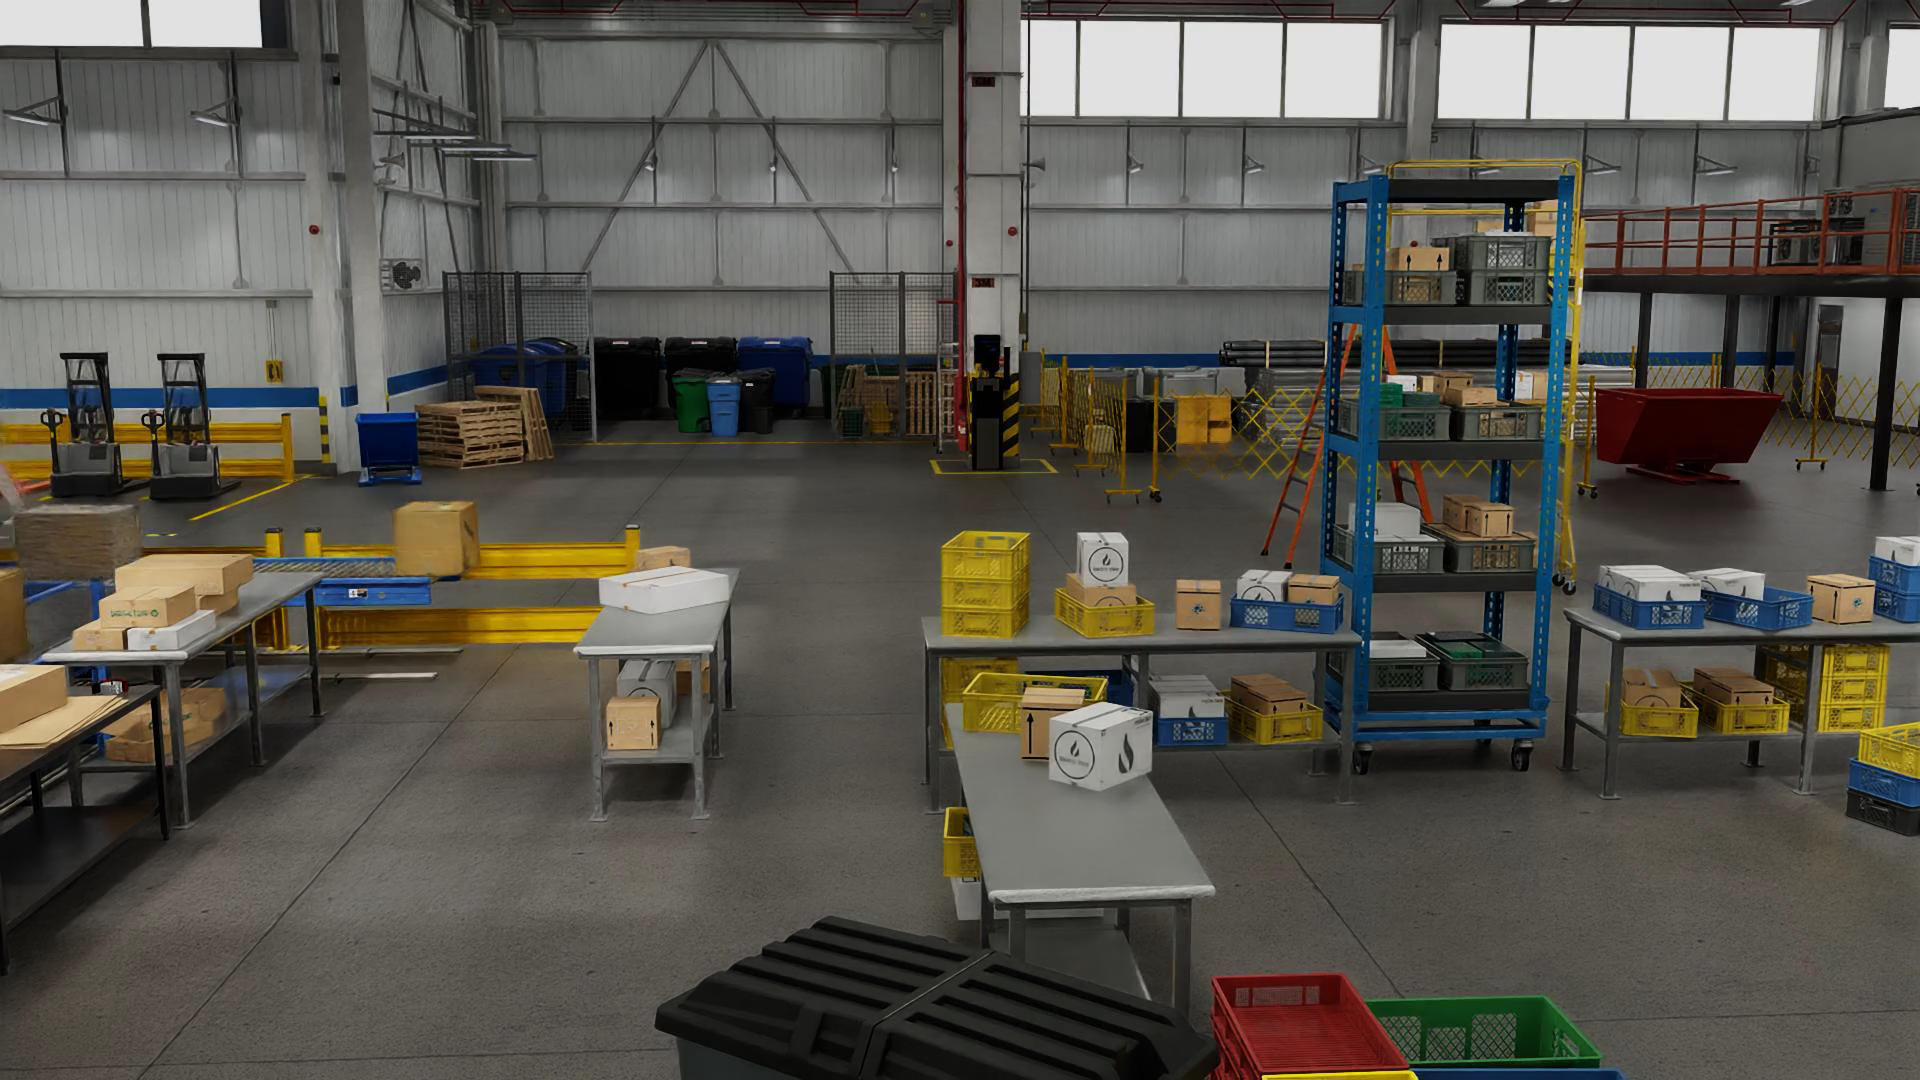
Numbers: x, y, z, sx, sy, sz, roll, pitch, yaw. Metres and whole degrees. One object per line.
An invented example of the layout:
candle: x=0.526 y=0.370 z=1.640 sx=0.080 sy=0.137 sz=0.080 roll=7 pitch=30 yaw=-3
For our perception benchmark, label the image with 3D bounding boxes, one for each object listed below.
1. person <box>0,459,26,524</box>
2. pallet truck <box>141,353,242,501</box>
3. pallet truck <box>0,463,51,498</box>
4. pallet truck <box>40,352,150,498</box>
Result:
person: x=-11.867 y=-1.073 z=20.097 sx=1.047 sy=1.843 sz=0.635 roll=-7 pitch=12 yaw=-39
pallet truck: x=-10.520 y=-1.604 z=22.925 sx=0.823 sy=1.965 sz=1.885 roll=-1 pitch=9 yaw=-6
pallet truck: x=-13.193 y=-1.293 z=23.148 sx=0.653 sy=1.274 sz=1.630 roll=-1 pitch=9 yaw=-4
pallet truck: x=-11.907 y=-1.642 z=23.165 sx=0.823 sy=1.965 sz=1.885 roll=0 pitch=9 yaw=0
